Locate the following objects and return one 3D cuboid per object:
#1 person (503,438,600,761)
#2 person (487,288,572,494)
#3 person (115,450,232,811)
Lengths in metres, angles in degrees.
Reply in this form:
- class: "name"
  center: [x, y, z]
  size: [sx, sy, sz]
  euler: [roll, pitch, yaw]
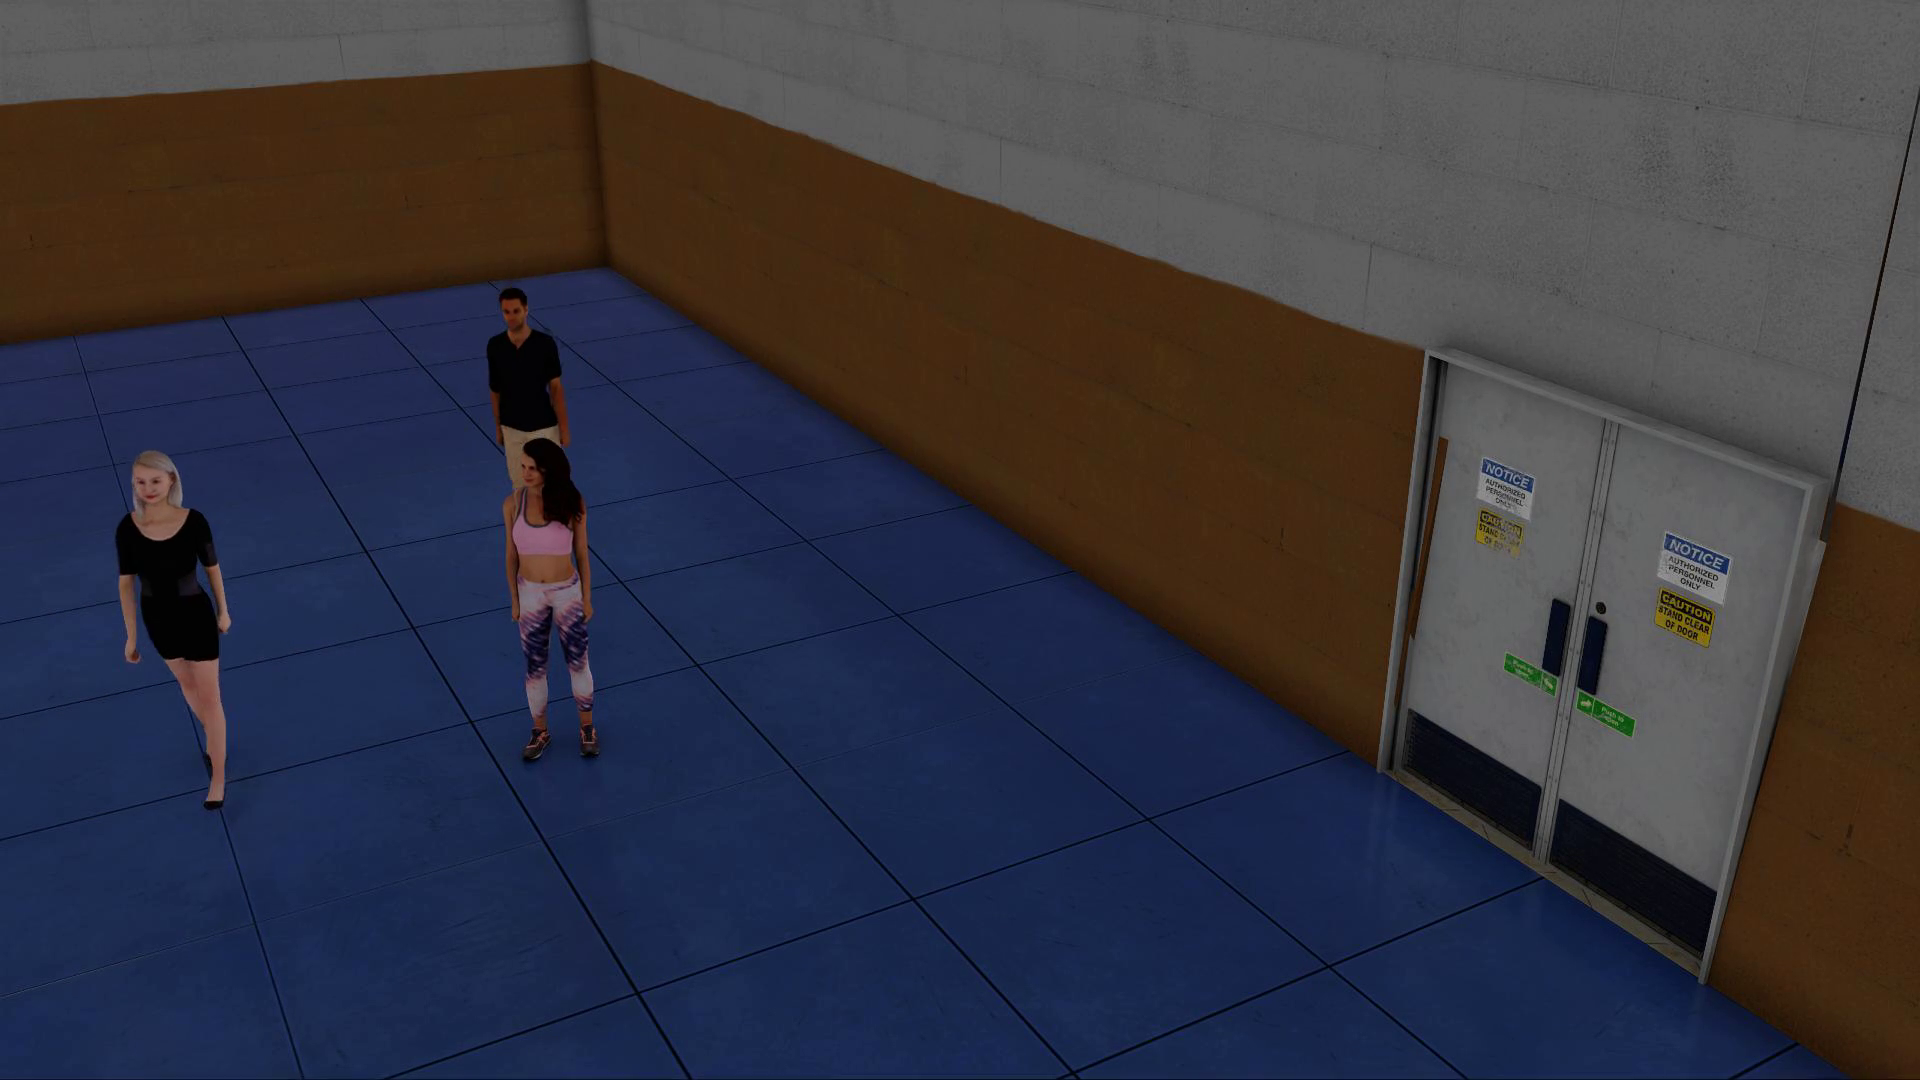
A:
- class: "person"
  center: [-2.105, 0.307, 8.573]
  size: [0.608, 1.767, 0.731]
  euler: [-2, 24, -4]
- class: "person"
  center: [-2.801, -0.765, 10.913]
  size: [1.114, 1.831, 1.010]
  euler: [-2, 24, -4]
- class: "person"
  center: [-3.889, 0.395, 8.342]
  size: [1.110, 1.792, 0.868]
  euler: [-5, 24, -12]
